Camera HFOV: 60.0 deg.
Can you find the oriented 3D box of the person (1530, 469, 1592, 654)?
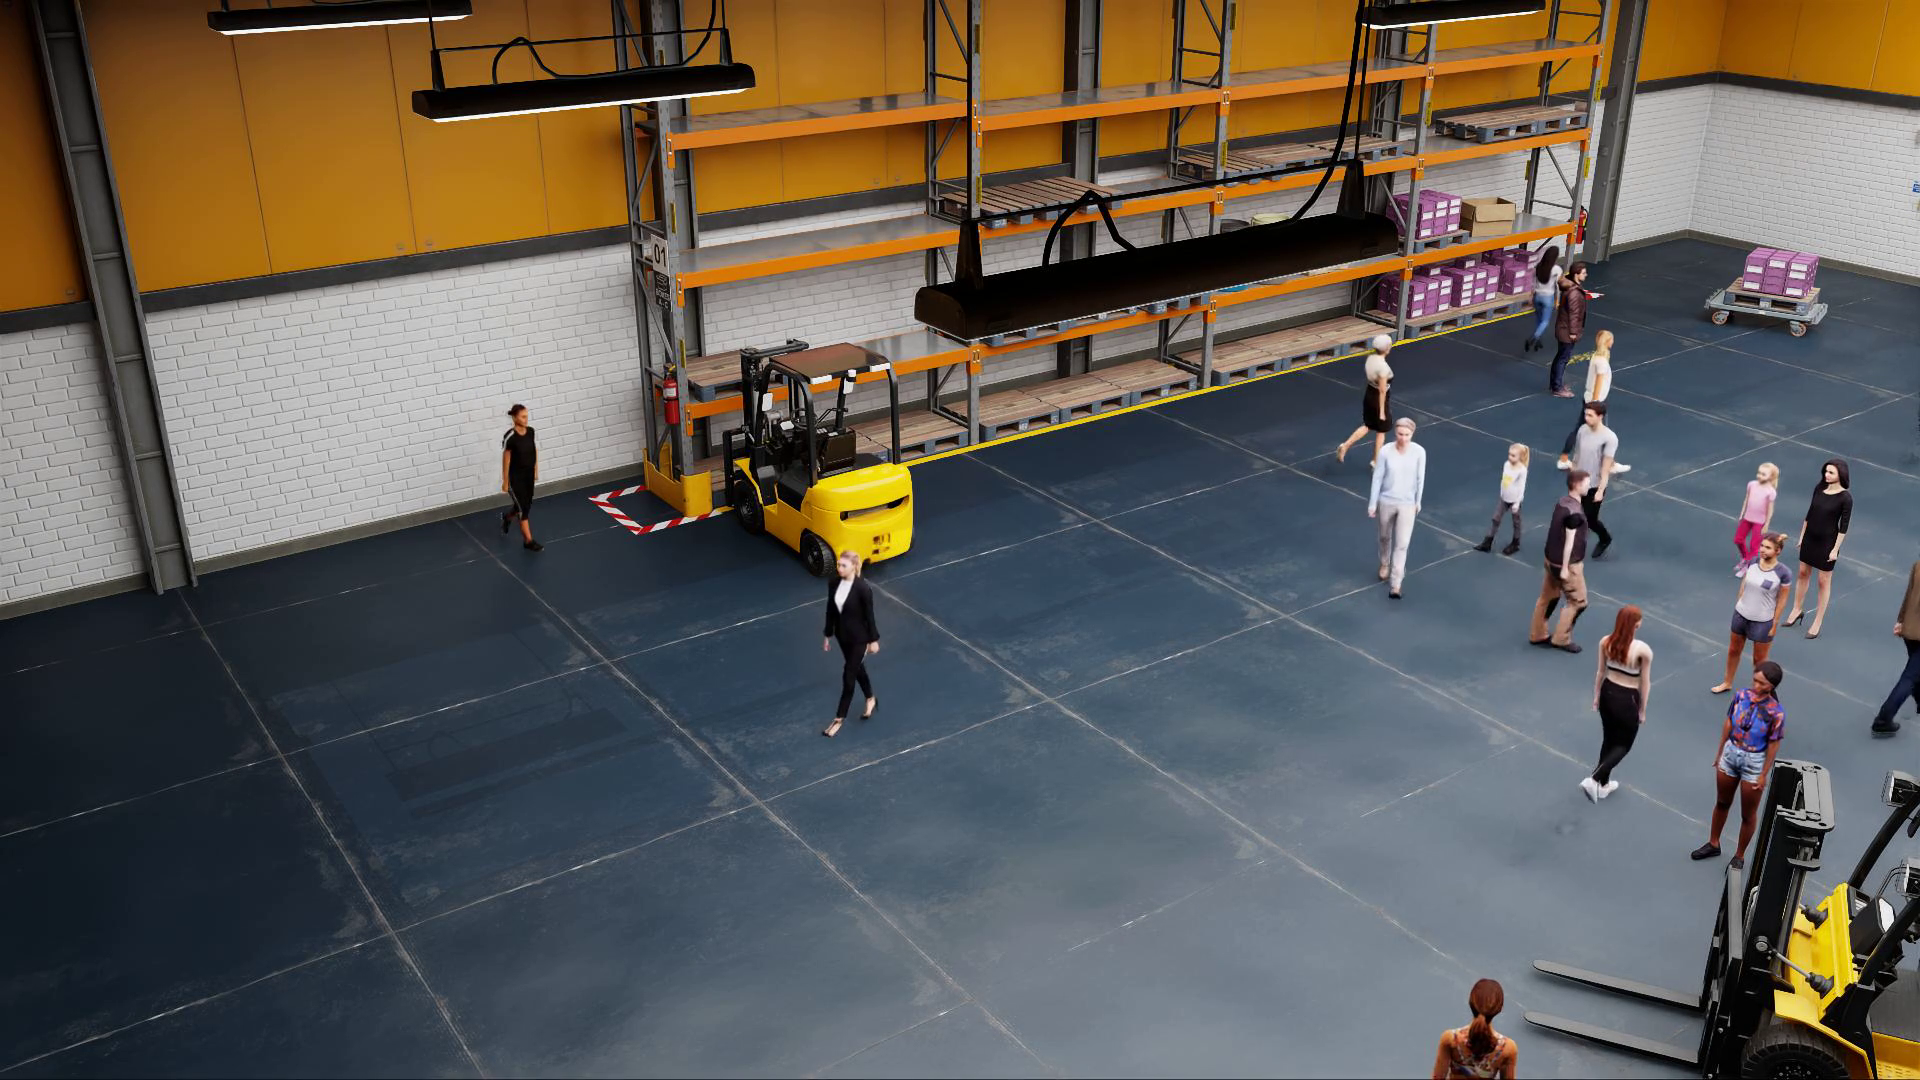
[{"bbox_3d":[5.612,0.193,15.735,0.899,1.823,0.844,3,24,7],"label":"person"}]

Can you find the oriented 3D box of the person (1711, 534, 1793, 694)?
[{"bbox_3d":[7.108,0.688,14.851,0.521,1.624,0.578,-15,28,-31],"label":"person"}]

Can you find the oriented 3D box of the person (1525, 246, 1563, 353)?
[{"bbox_3d":[8.551,-3.501,24.446,0.719,1.613,0.991,21,31,39],"label":"person"}]

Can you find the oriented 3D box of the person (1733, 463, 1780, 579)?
[{"bbox_3d":[8.349,-0.225,17.385,0.519,1.267,0.504,-14,27,-29],"label":"person"}]

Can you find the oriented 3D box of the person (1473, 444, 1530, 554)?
[{"bbox_3d":[5.985,-0.439,17.886,0.829,1.258,0.564,-12,26,-26],"label":"person"}]

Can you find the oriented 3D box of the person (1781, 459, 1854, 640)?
[{"bbox_3d":[8.307,0.068,16.043,0.561,1.806,0.628,-9,25,-20],"label":"person"}]

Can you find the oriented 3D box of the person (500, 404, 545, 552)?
[{"bbox_3d":[-4.823,-0.696,17.996,0.909,1.641,0.978,16,28,32],"label":"person"}]

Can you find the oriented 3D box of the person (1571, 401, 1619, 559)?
[{"bbox_3d":[6.684,-0.582,17.492,0.989,1.836,0.675,-14,27,-29],"label":"person"}]

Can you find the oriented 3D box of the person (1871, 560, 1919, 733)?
[{"bbox_3d":[8.215,0.831,14.260,1.238,1.836,0.849,-9,25,-20],"label":"person"}]

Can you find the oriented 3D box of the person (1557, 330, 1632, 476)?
[{"bbox_3d":[7.524,-1.629,19.973,1.134,1.767,1.050,3,24,7],"label":"person"}]

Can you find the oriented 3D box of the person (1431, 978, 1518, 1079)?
[{"bbox_3d":[2.717,3.183,8.950,0.777,1.779,0.837,6,24,14],"label":"person"}]

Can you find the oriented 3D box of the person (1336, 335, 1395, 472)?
[{"bbox_3d":[4.908,-1.609,19.965,1.036,1.737,0.842,-5,24,-11],"label":"person"}]

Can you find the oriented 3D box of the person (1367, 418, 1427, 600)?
[{"bbox_3d":[4.449,-0.373,17.013,1.191,1.837,1.288,5,24,12],"label":"person"}]

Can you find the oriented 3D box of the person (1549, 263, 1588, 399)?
[{"bbox_3d":[8.325,-2.897,22.773,0.931,1.848,0.860,5,24,12],"label":"person"}]

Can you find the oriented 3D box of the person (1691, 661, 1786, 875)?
[{"bbox_3d":[5.867,1.679,12.427,0.501,1.749,0.579,-15,28,-31],"label":"person"}]

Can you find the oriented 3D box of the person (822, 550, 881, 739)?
[{"bbox_3d":[-0.875,0.853,14.418,0.844,1.669,1.095,17,29,33],"label":"person"}]

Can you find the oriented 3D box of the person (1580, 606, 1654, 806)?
[{"bbox_3d":[5.189,1.350,13.205,0.901,1.730,0.644,-19,30,-37],"label":"person"}]
